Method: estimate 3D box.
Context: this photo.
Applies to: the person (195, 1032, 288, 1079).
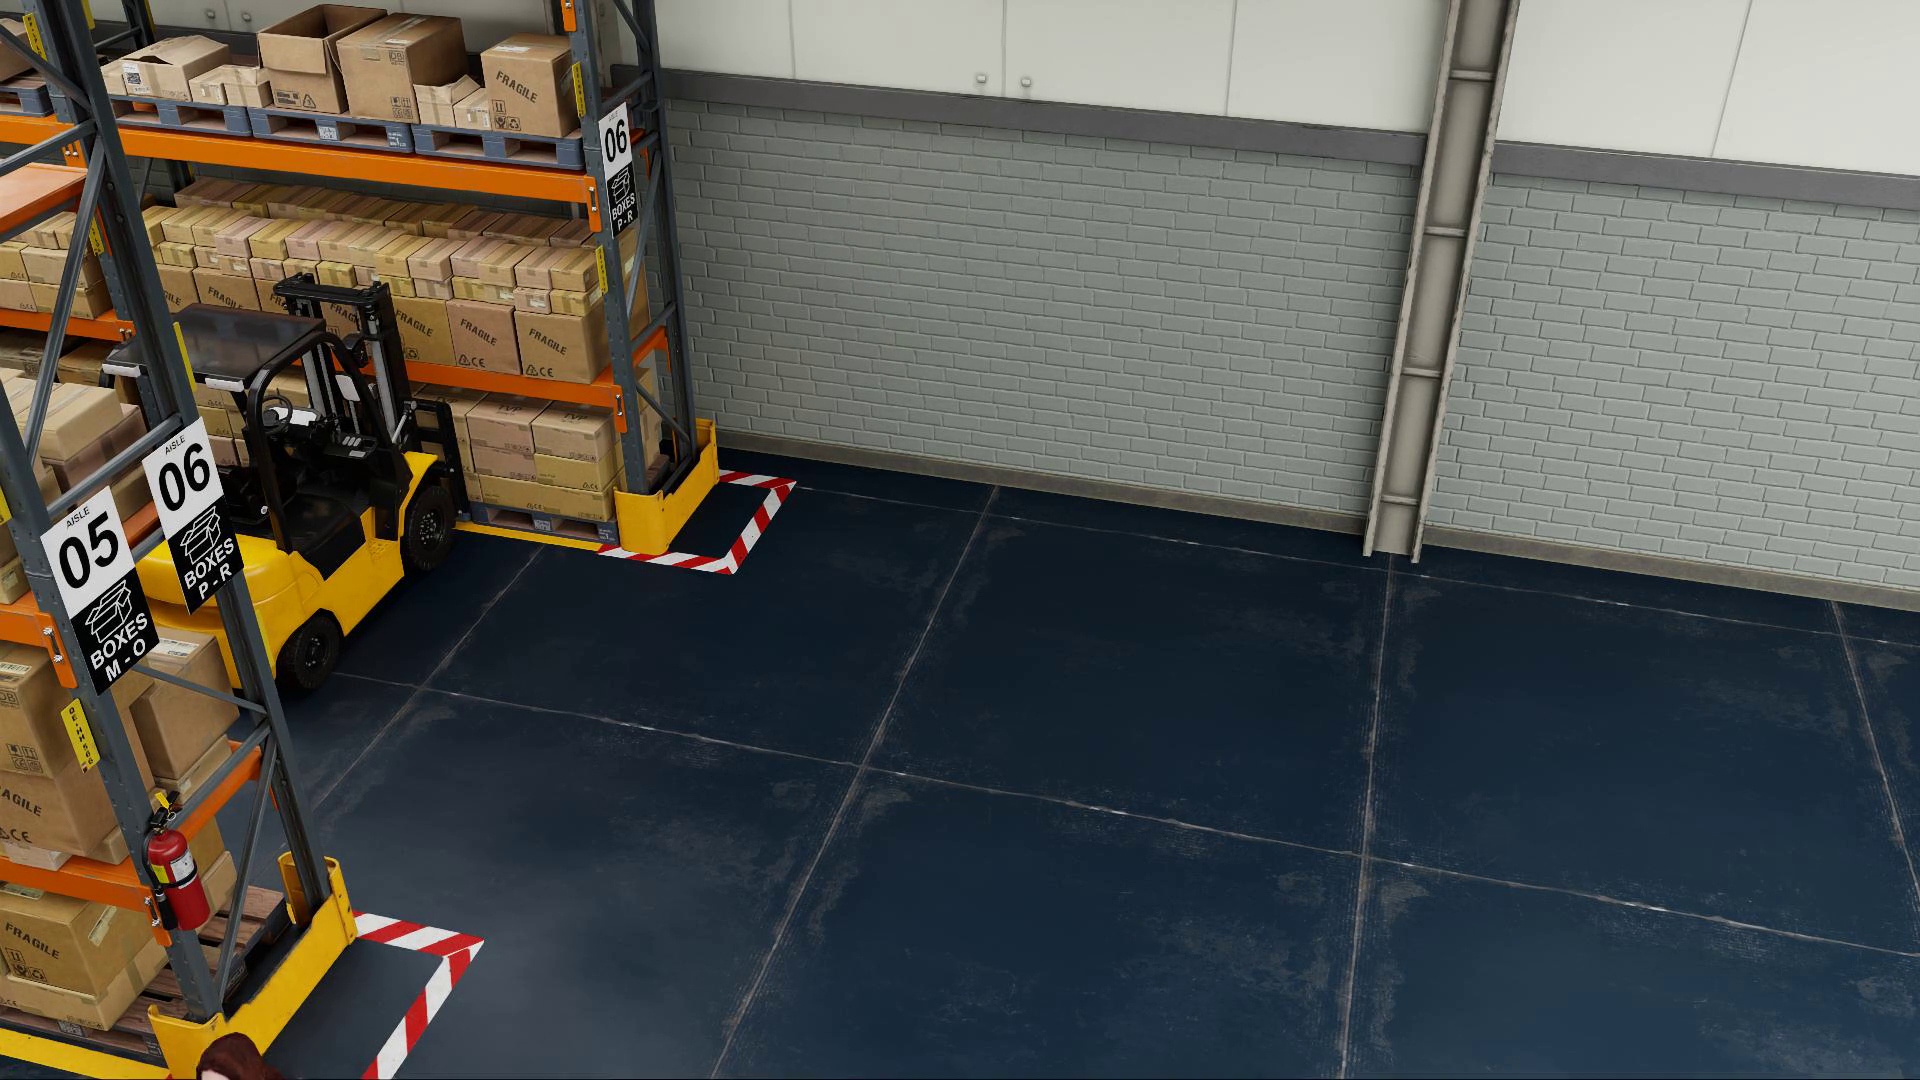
[{"bbox_3d":[-2.685,2.544,6.702,0.948,1.772,0.799,4,33,6],"label":"person"}]
